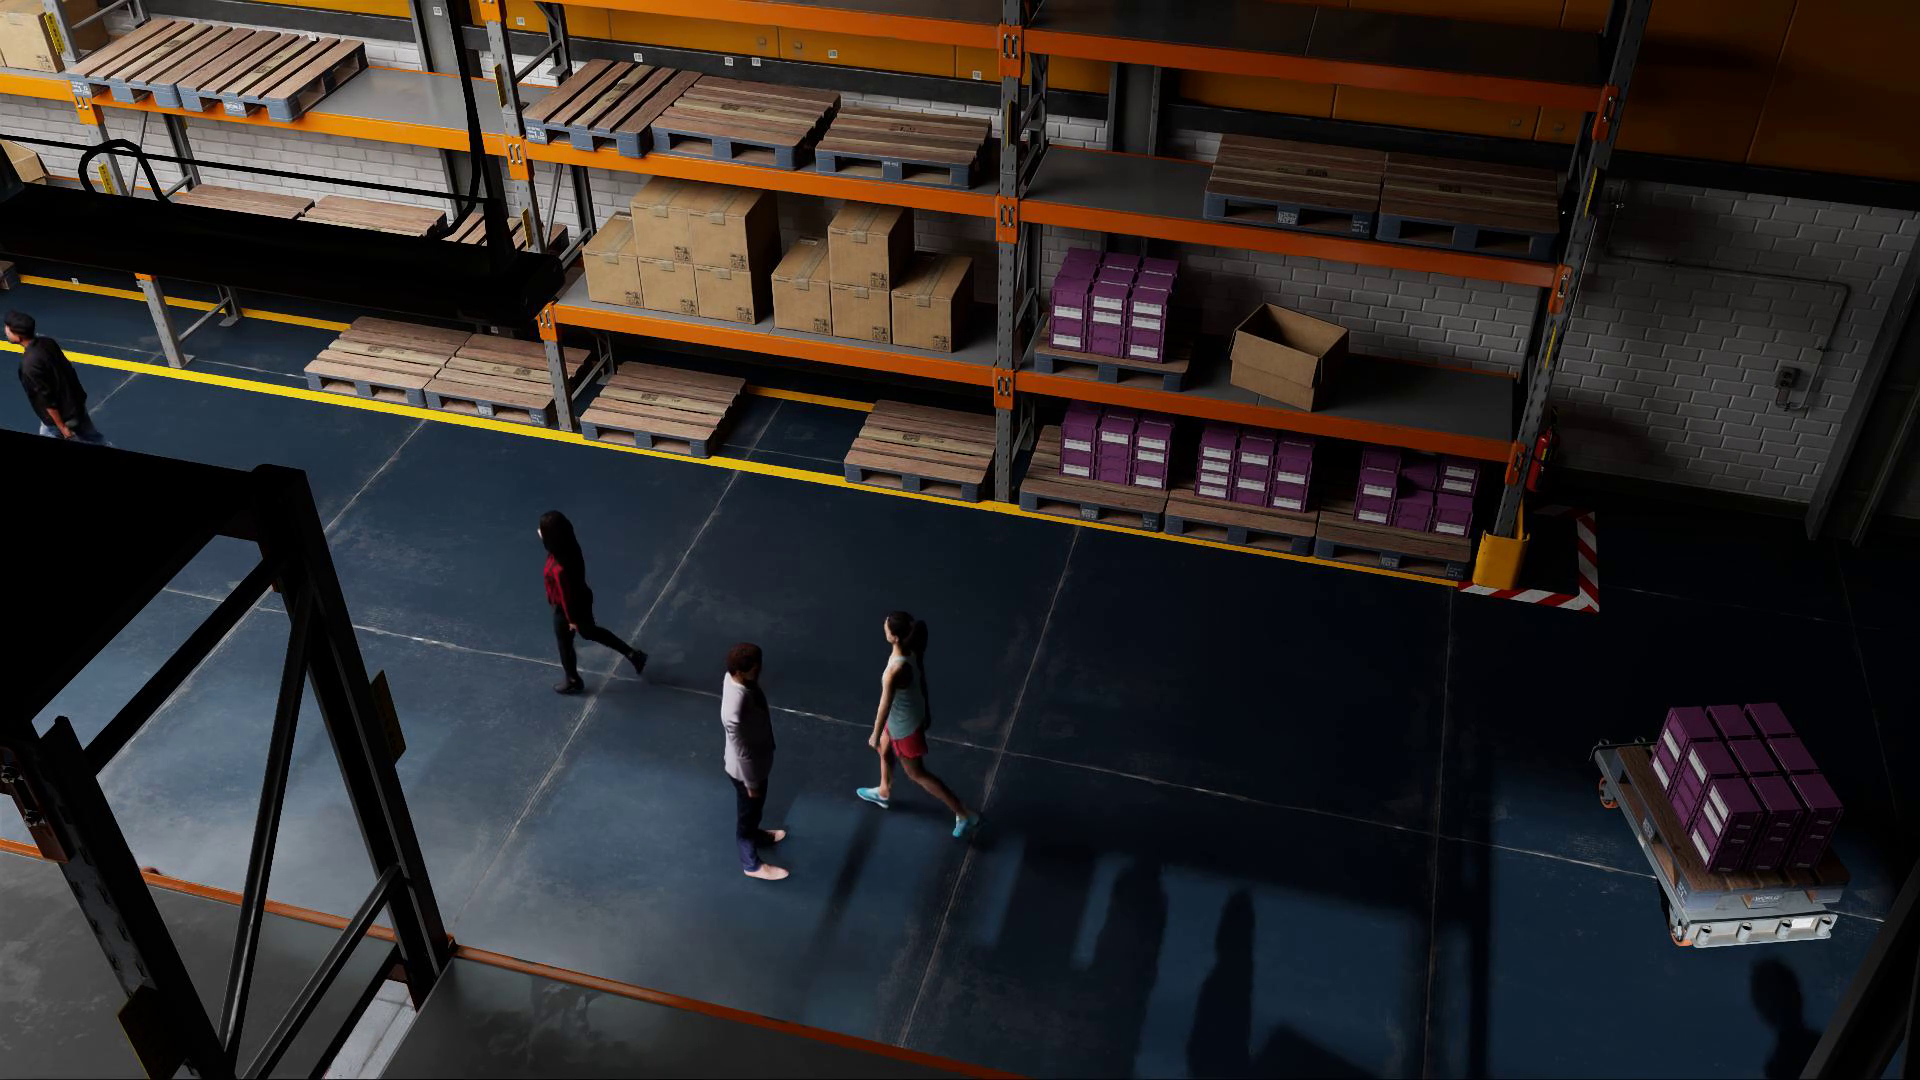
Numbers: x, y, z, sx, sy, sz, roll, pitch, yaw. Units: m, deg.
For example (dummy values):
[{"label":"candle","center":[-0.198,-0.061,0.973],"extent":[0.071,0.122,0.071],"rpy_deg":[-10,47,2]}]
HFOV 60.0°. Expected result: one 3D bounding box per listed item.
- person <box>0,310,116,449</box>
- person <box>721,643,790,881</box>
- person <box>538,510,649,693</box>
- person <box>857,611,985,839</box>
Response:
[{"label":"person","center":[-7.210,-1.071,13.519],"extent":[1.219,1.775,0.935],"rpy_deg":[-2,39,-2]},{"label":"person","center":[-1.329,1.358,10.421],"extent":[0.710,1.846,0.751],"rpy_deg":[-3,39,-4]},{"label":"person","center":[-2.640,0.442,11.739],"extent":[1.014,1.633,0.749],"rpy_deg":[-1,39,-1]},{"label":"person","center":[-0.273,1.212,10.697],"extent":[1.197,1.731,0.685],"rpy_deg":[12,40,15]}]
